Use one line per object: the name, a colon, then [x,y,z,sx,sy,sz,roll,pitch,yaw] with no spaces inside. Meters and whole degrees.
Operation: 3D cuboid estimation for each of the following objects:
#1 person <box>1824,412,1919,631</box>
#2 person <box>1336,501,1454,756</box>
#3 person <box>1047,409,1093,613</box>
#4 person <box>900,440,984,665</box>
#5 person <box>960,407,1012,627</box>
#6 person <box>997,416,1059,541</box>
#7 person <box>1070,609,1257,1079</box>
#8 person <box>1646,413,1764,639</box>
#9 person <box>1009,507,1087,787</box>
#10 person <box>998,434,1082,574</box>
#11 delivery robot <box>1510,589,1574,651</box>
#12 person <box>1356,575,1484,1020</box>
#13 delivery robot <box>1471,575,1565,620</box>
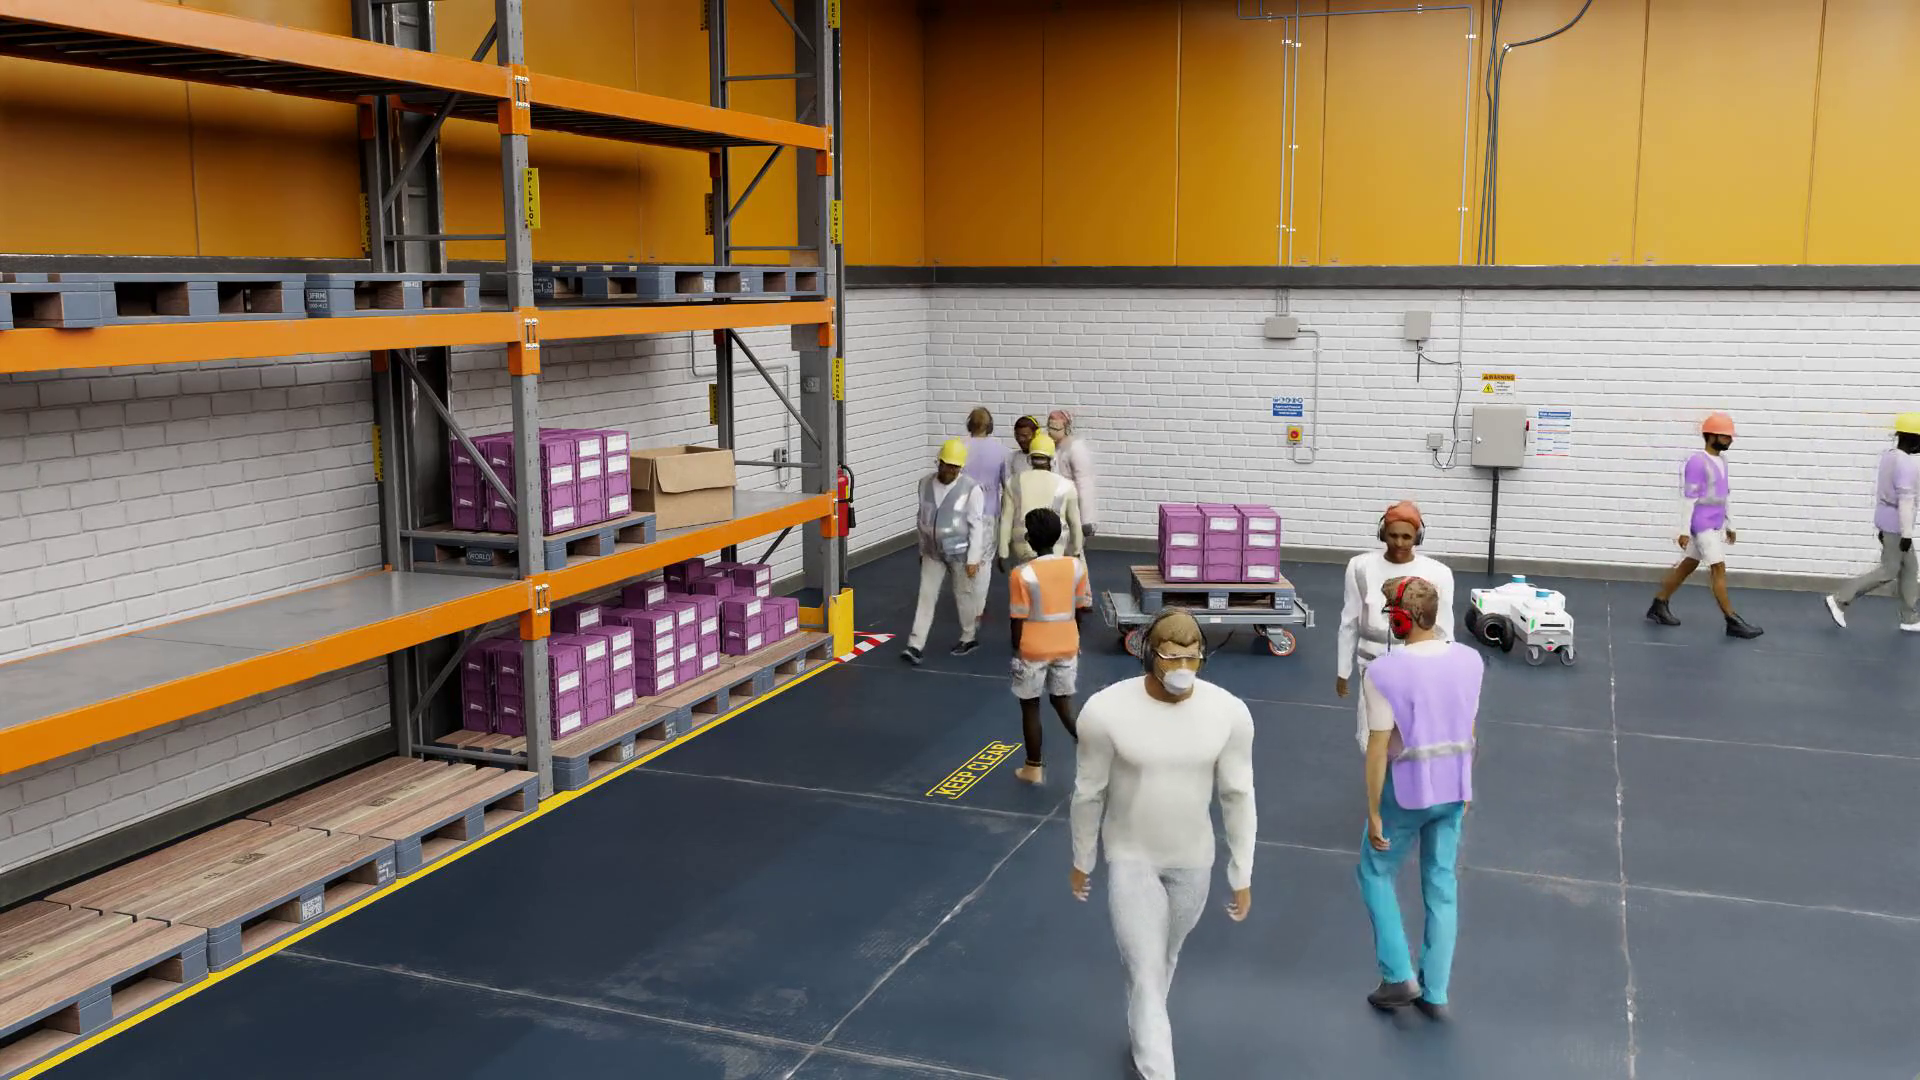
person: [7.890,-0.149,14.123,0.852,1.897,0.595,3,10,20]
person: [2.345,0.694,8.928,0.624,1.862,0.638,5,10,26]
person: [0.798,-0.224,14.704,0.942,1.853,0.679,-3,10,-19]
person: [-0.129,0.094,12.992,0.627,1.759,0.937,5,10,29]
person: [0.182,-0.214,14.557,0.645,1.893,0.944,2,9,13]
person: [0.580,-0.137,14.174,0.569,1.843,0.563,4,10,26]
person: [0.735,1.162,5.935,0.641,1.870,1.069,-1,9,-7]
person: [6.346,-0.145,14.132,0.566,1.886,1.011,-9,13,-44]
person: [0.538,0.651,9.732,0.537,1.677,0.530,-5,10,-28]
person: [0.646,0.060,13.169,0.627,1.773,0.937,2,9,10]
delivery robot: [4.584,0.630,13.116,0.477,0.478,0.707,1,9,5]
person: [1.881,1.053,6.789,0.600,1.822,0.454,-3,9,-17]
delivery robot: [4.603,0.533,13.729,0.707,0.478,0.477,1,9,6]
